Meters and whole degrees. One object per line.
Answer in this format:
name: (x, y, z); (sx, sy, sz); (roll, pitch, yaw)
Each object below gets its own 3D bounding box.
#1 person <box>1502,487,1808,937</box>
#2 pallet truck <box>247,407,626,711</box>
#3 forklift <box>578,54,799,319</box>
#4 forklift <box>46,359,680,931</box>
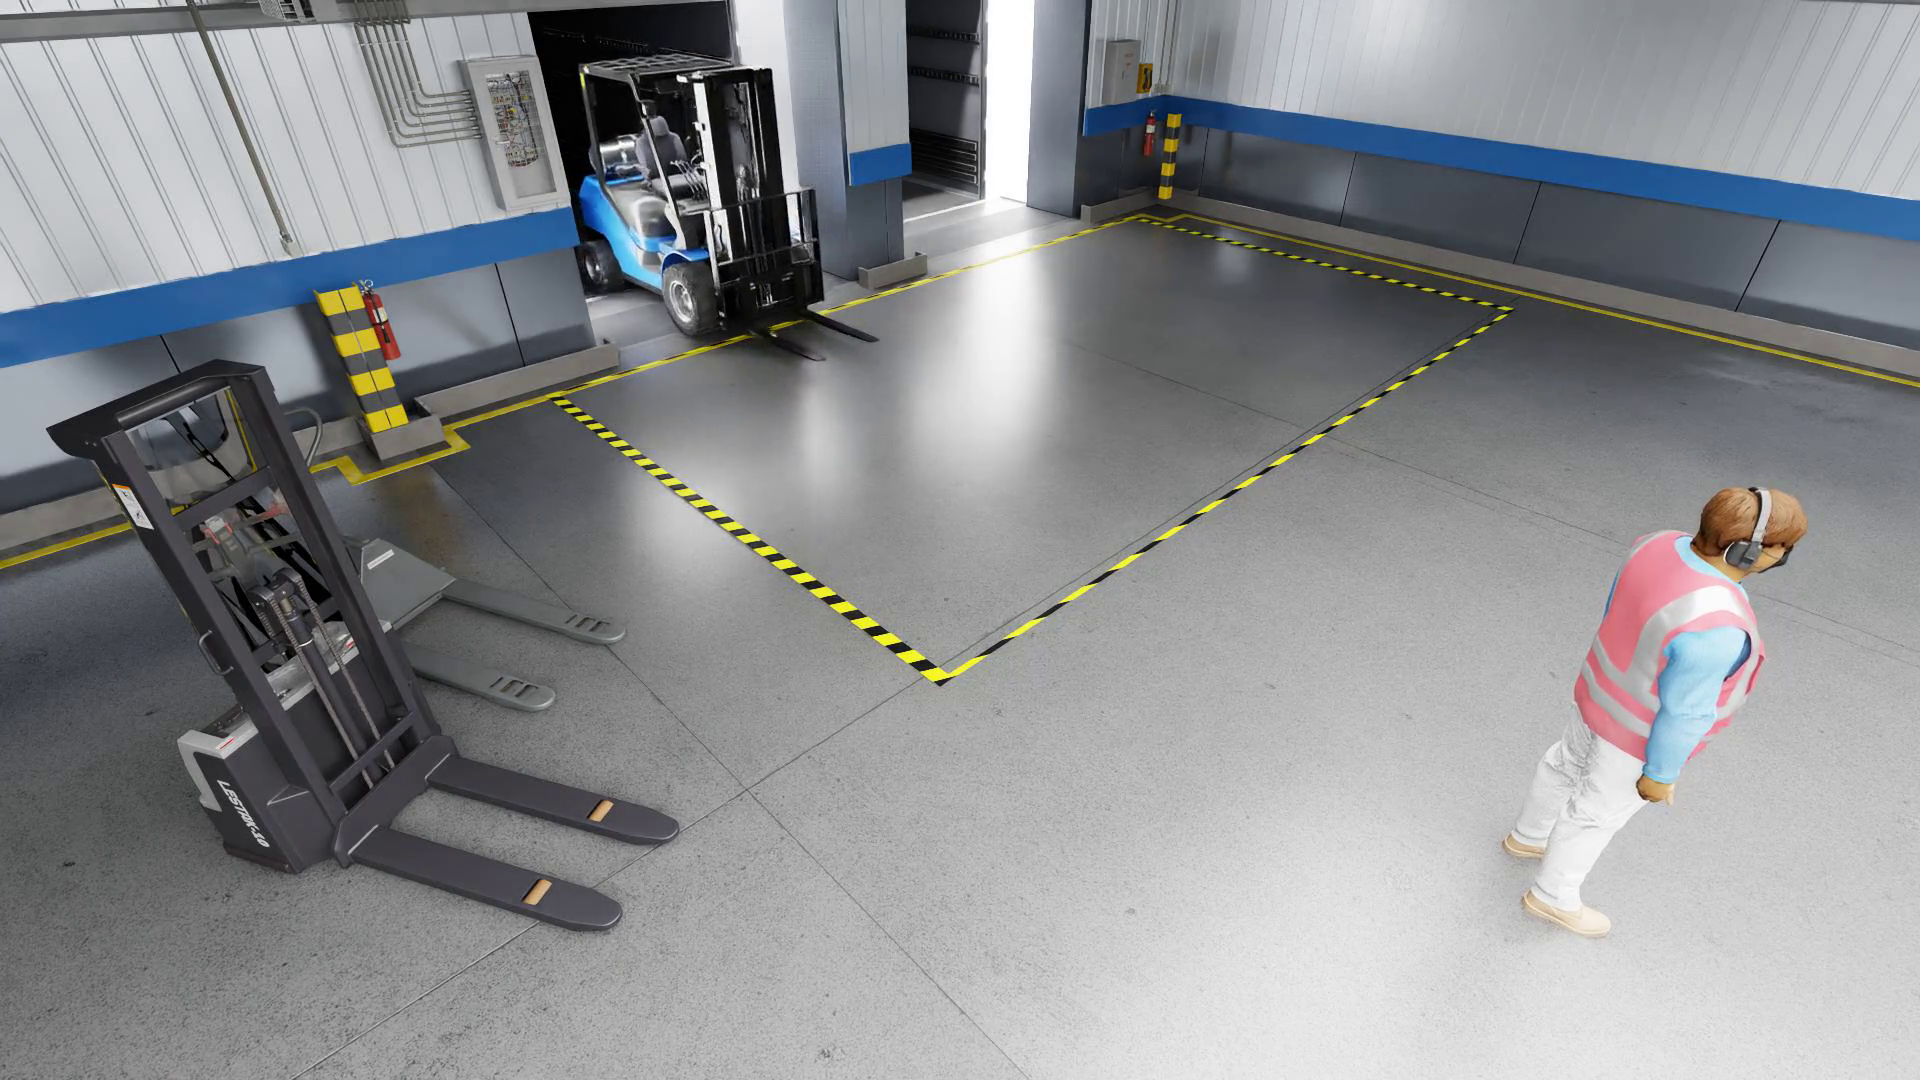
person: (2.371, 0.620, 3.199); (0.429, 1.844, 0.621); (9, 35, 12)
pallet truck: (-2.628, 0.038, 4.590); (1.601, 1.201, 0.680); (12, 36, 18)
forklift: (-2.626, -3.406, 8.637); (2.680, 2.036, 1.157); (29, 44, 36)
forklift: (-2.135, 0.422, 3.354); (1.885, 1.965, 0.823); (10, 35, 14)
